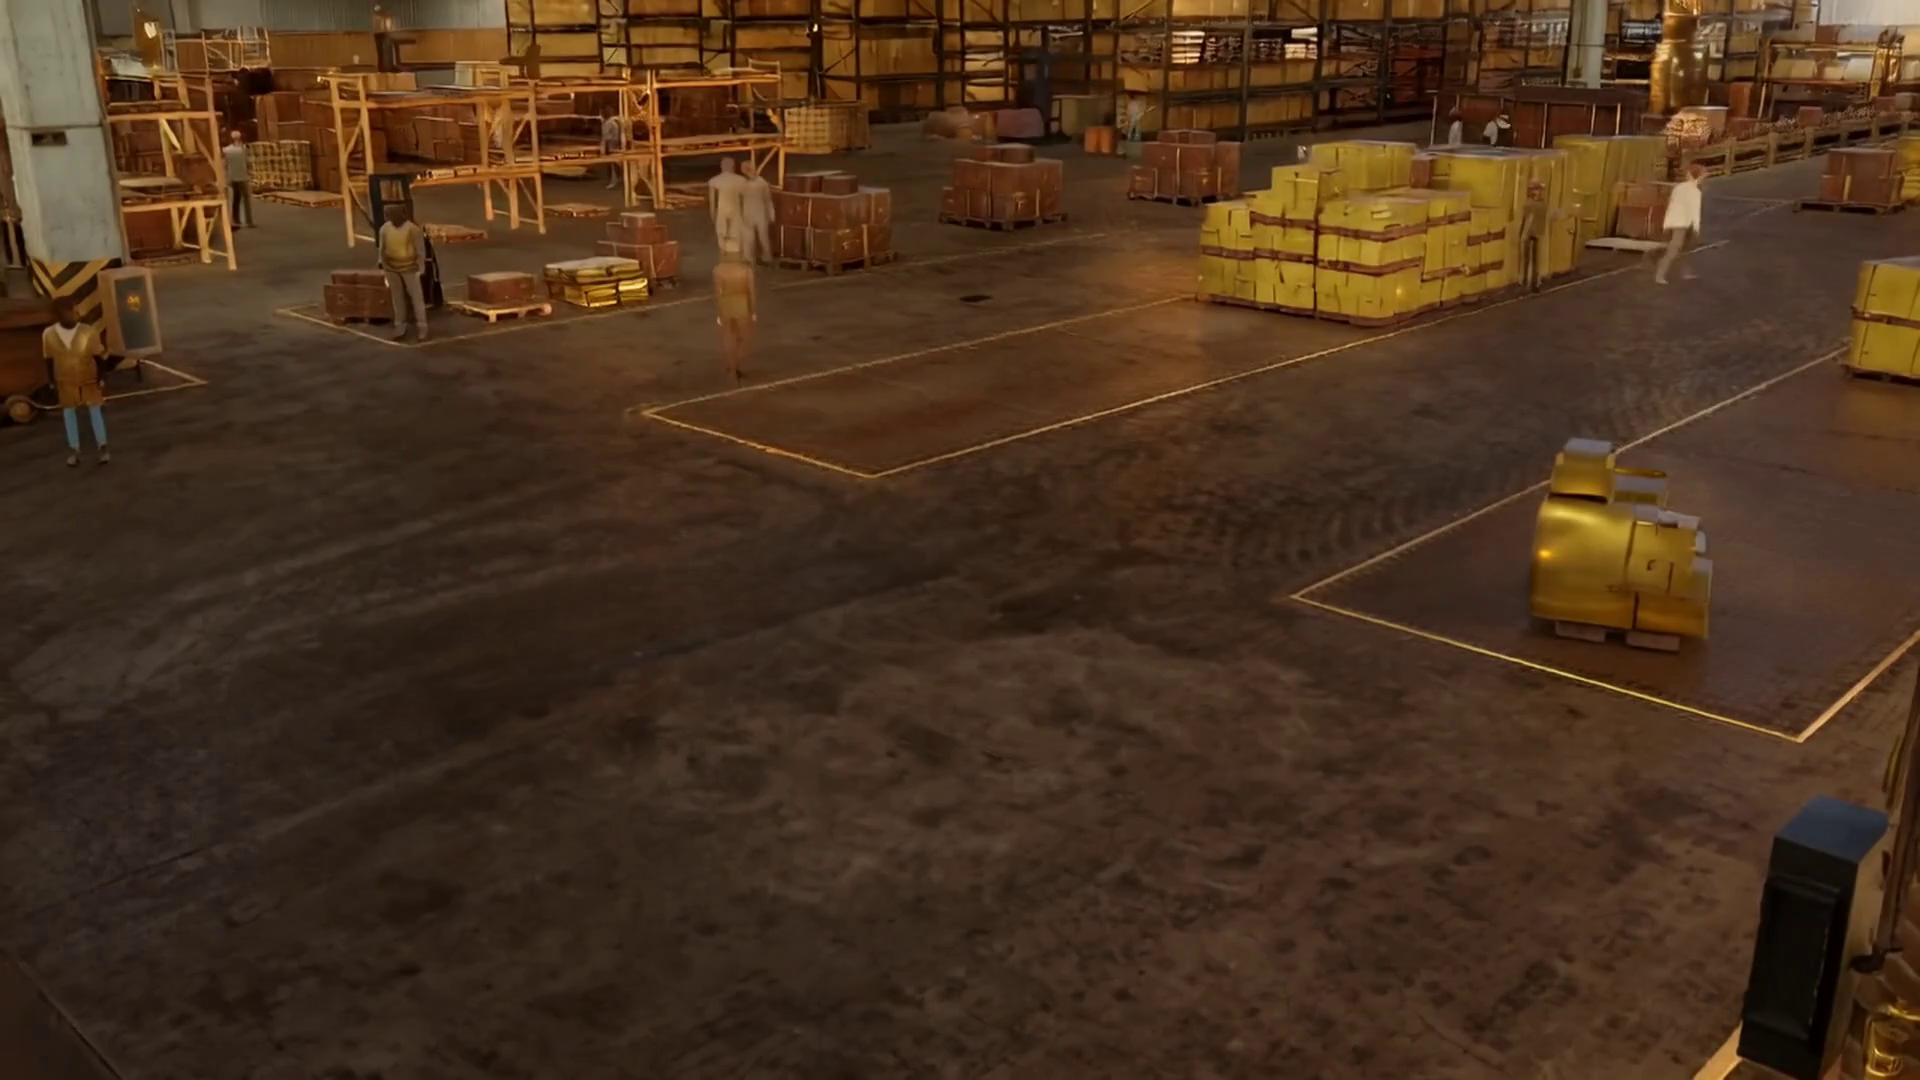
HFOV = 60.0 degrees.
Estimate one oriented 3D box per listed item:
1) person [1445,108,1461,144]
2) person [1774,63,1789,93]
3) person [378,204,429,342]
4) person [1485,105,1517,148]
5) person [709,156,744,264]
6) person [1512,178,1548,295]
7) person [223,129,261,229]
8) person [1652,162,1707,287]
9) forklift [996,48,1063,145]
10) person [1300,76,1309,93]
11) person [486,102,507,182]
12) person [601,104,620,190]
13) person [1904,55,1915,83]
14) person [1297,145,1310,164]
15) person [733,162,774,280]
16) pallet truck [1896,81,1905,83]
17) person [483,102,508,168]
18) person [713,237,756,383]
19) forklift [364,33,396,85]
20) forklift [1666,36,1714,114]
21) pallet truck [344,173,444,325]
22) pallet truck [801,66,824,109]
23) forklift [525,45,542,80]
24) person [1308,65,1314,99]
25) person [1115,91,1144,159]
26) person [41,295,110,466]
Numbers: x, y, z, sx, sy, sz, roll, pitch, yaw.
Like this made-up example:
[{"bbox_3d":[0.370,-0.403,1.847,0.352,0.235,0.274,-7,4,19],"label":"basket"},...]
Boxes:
[{"bbox_3d":[11.305,-8.950,38.268,0.413,1.923,0.551,8,20,22],"label":"person"},{"bbox_3d":[33.081,-18.426,66.850,0.718,1.898,0.362,-4,19,-13],"label":"person"},{"bbox_3d":[-7.403,-3.550,22.124,0.621,1.834,0.430,1,18,4],"label":"person"},{"bbox_3d":[12.346,-8.900,37.907,0.695,2.000,0.590,-6,19,-18],"label":"person"},{"bbox_3d":[-3.815,-5.368,27.460,0.648,1.911,0.737,-5,19,-14],"label":"person"},{"bbox_3d":[8.779,-4.674,25.607,0.533,1.767,0.327,-11,21,-30],"label":"person"},{"bbox_3d":[-14.082,-7.065,32.558,0.594,1.924,0.384,7,20,21],"label":"person"},{"bbox_3d":[11.417,-4.946,26.143,0.973,1.940,0.631,-3,19,-9],"label":"person"},{"bbox_3d":[2.071,-13.219,49.609,1.129,2.768,1.873,17,25,41],"label":"forklift"},{"bbox_3d":[14.318,-19.191,69.587,0.502,1.609,0.727,-4,19,-12],"label":"person"},{"bbox_3d":[-11.264,-9.669,40.418,0.451,1.916,0.566,-2,18,-7],"label":"person"},{"bbox_3d":[-8.174,-9.176,38.855,0.361,1.964,0.613,2,18,5],"label":"person"},{"bbox_3d":[38.369,-18.545,67.129,0.682,1.944,0.702,-14,23,-37],"label":"person"},{"bbox_3d":[6.302,-6.219,30.151,0.788,1.847,0.514,2,19,7],"label":"person"},{"bbox_3d":[-3.307,-5.133,26.798,0.632,1.904,0.511,-1,18,-2],"label":"person"},{"bbox_3d":[34.802,-16.331,61.455,0.653,1.274,1.630,17,25,41],"label":"pallet truck"},{"bbox_3d":[-11.558,-9.994,41.397,0.600,1.916,0.377,-1,18,-3],"label":"person"},{"bbox_3d":[-2.675,-2.732,19.809,0.492,1.729,0.423,-3,19,-8],"label":"person"},{"bbox_3d":[-22.639,-18.555,65.685,1.873,2.768,1.129,-14,23,-37],"label":"forklift"},{"bbox_3d":[27.341,-17.291,61.877,1.129,2.768,1.873,17,25,41],"label":"forklift"},{"bbox_3d":[-8.209,-4.181,23.757,0.823,1.965,1.885,3,19,9],"label":"pallet truck"},{"bbox_3d":[-4.812,-15.182,56.903,0.823,1.965,1.885,-9,21,-26],"label":"pallet truck"},{"bbox_3d":[-13.266,-14.020,52.021,1.873,2.768,1.129,-2,18,-6],"label":"forklift"},{"bbox_3d":[13.049,-16.569,61.337,0.429,1.838,0.621,7,19,19],"label":"person"},{"bbox_3d":[4.814,-11.468,45.996,0.971,1.823,0.540,-7,20,-21],"label":"person"},{"bbox_3d":[-8.684,-1.567,16.351,0.538,1.695,0.319,-5,19,-14],"label":"person"}]
